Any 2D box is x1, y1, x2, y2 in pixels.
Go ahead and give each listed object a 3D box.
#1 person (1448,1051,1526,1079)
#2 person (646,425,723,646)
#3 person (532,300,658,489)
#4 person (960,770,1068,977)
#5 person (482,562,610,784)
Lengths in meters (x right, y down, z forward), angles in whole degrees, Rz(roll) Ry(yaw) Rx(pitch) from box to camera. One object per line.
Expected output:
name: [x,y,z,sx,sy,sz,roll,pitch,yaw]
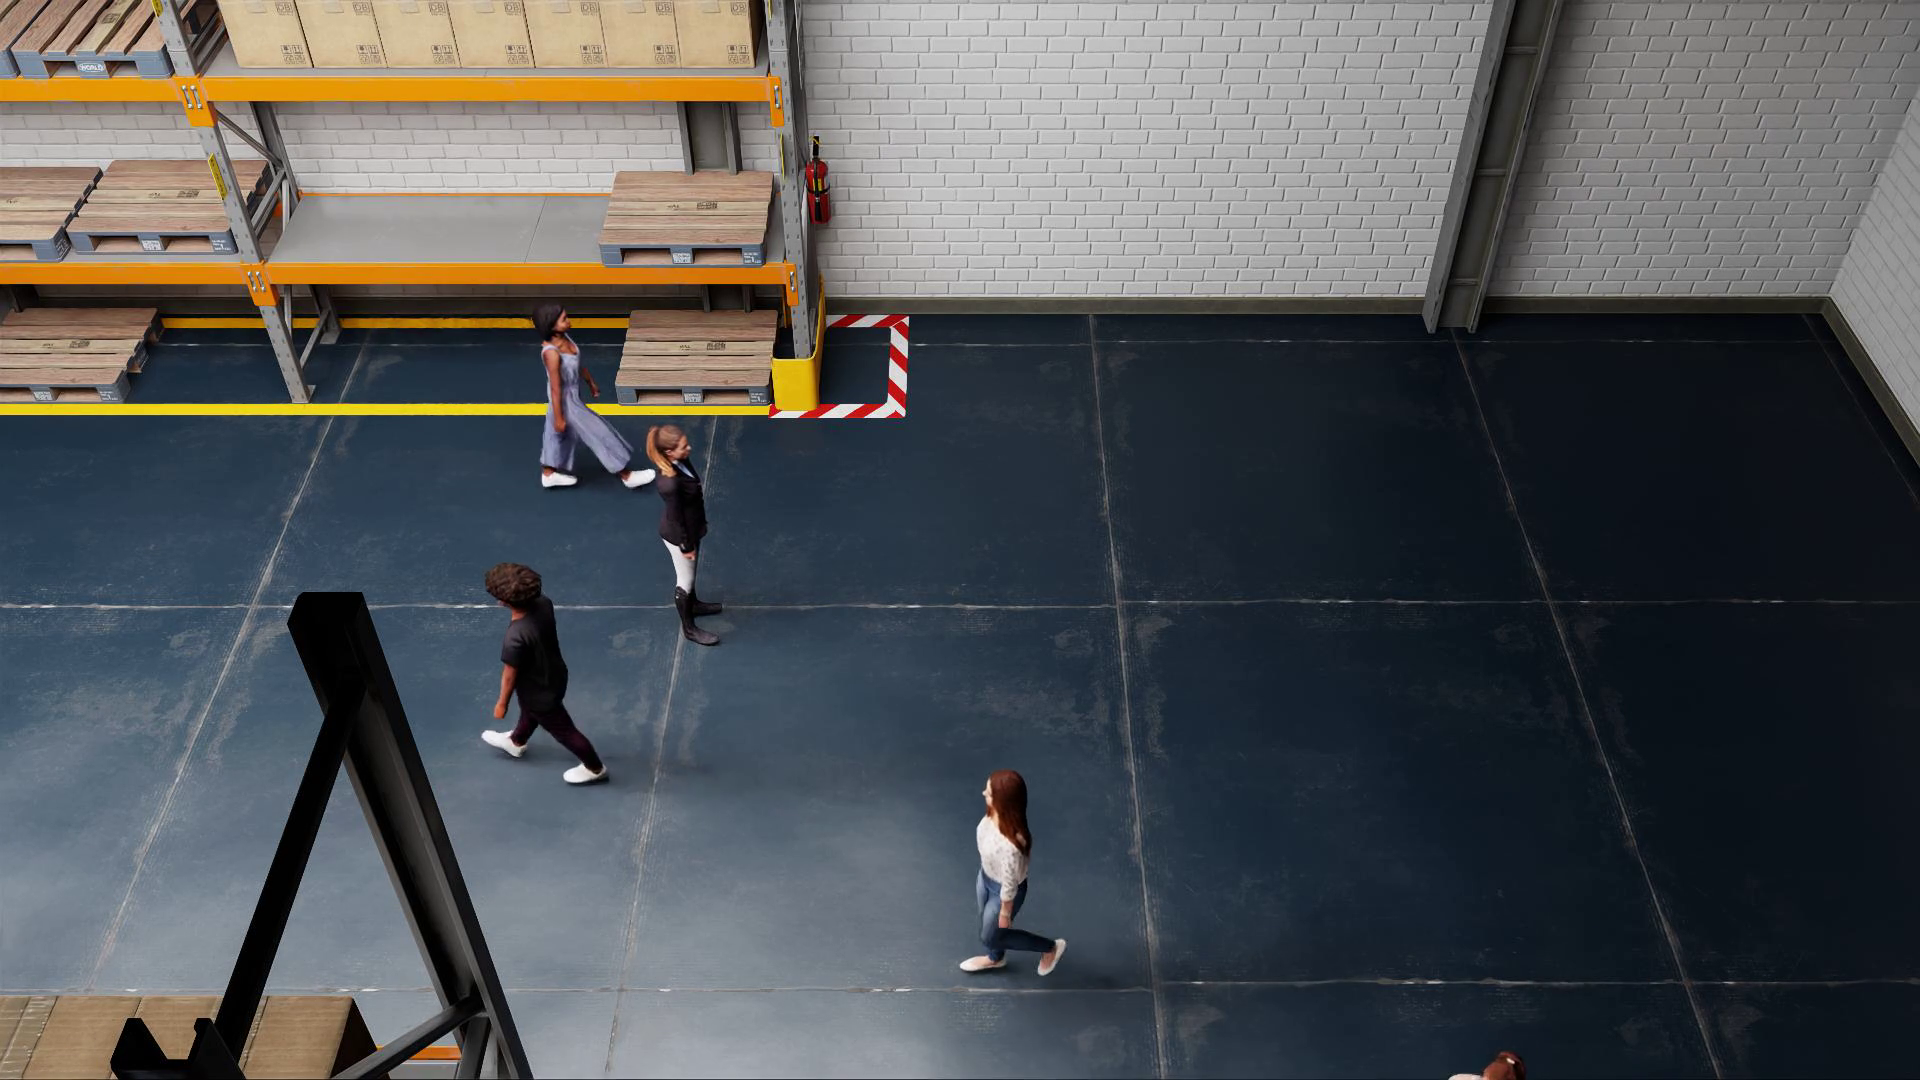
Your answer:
person: [2.417,2.840,7.765,0.850,1.728,0.900,30,51,28]
person: [-1.793,-0.055,10.798,0.532,1.736,0.556,1,44,1]
person: [-2.878,-0.980,11.830,1.099,1.652,0.658,-3,44,-3]
person: [0.306,1.817,8.846,0.846,1.718,0.653,-6,44,-6]
person: [-2.409,0.845,9.849,1.077,1.742,0.713,3,44,4]
